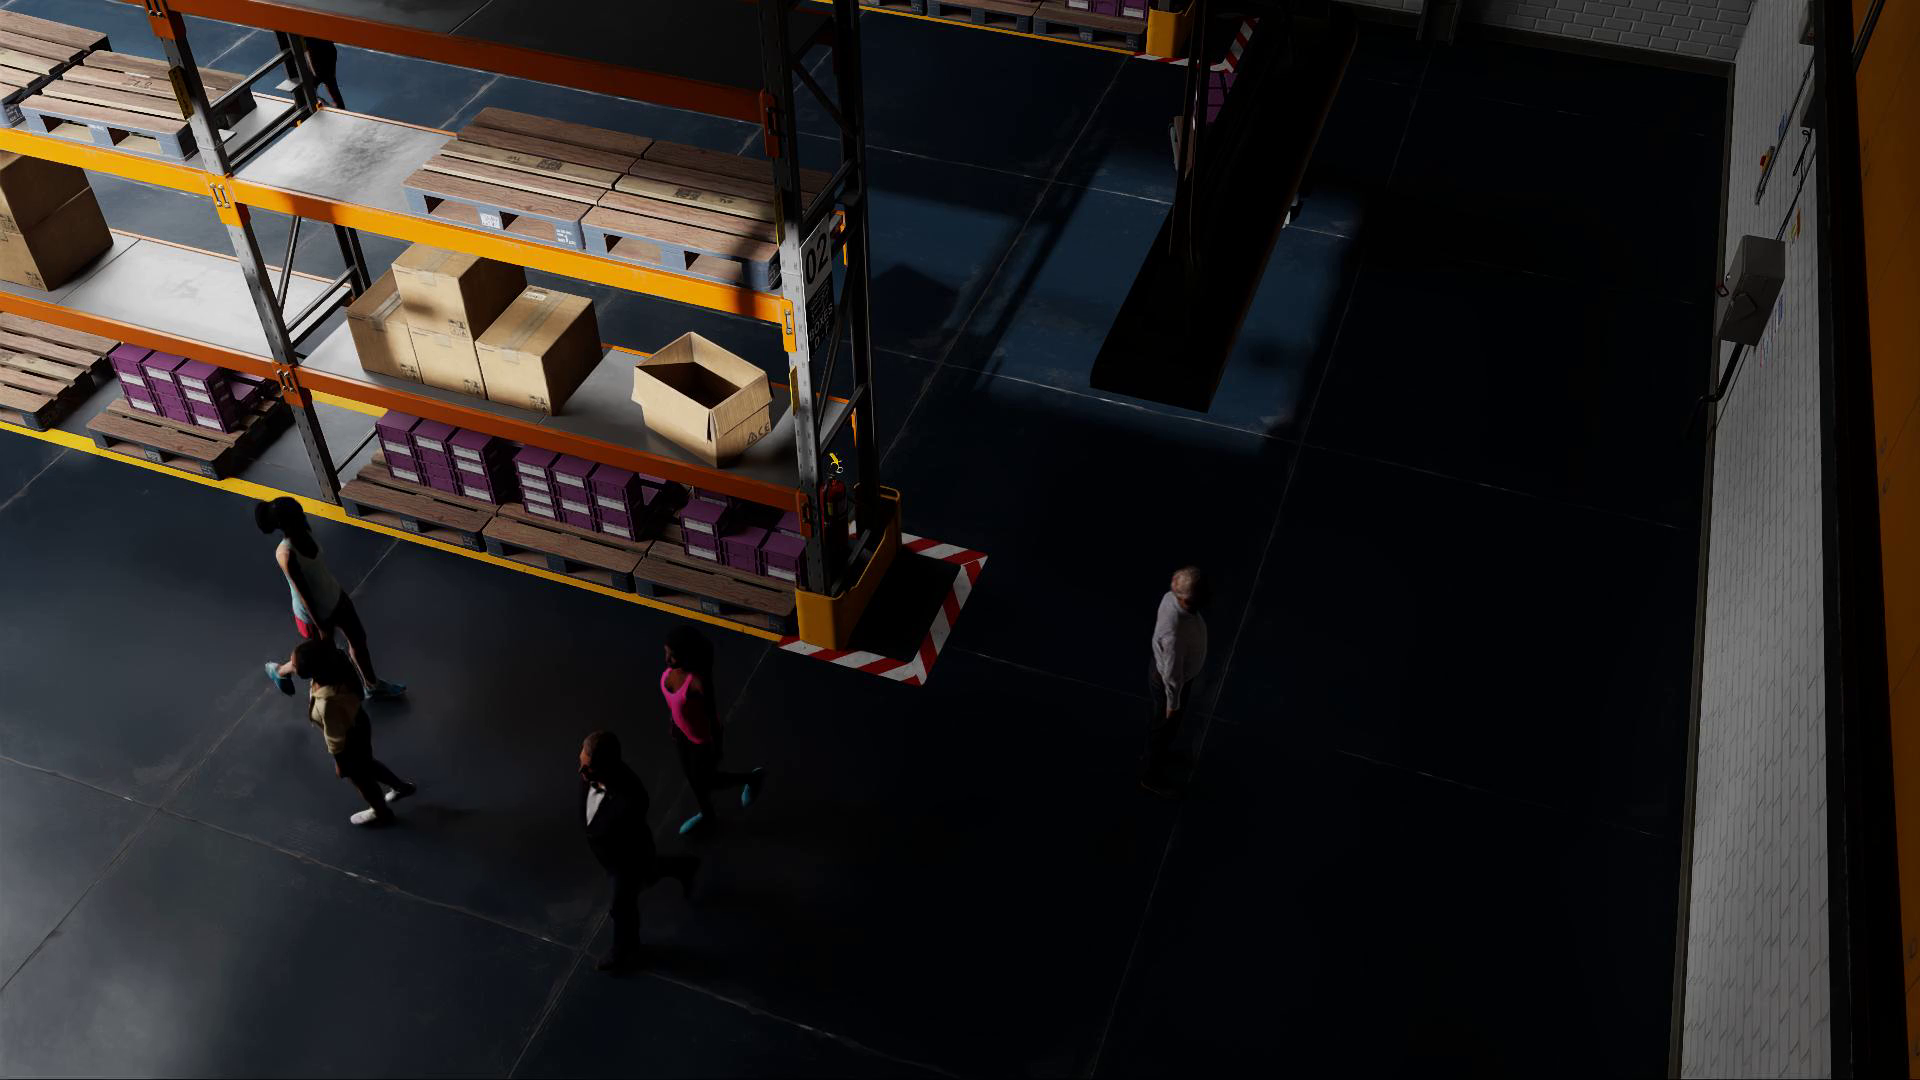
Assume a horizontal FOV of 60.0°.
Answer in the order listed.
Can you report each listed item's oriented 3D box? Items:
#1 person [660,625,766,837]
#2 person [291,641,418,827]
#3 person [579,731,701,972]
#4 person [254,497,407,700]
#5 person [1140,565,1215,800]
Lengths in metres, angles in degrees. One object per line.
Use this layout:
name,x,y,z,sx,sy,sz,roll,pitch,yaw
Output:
person,-1.475,1.089,9.801,0.851,1.711,0.858,-30,51,-27
person,-3.523,1.143,9.810,0.822,1.621,0.782,-6,44,-7
person,-1.798,1.638,9.163,1.064,1.796,1.102,-30,51,-28
person,-4.107,0.431,10.469,1.118,1.743,0.777,2,44,2
person,1.283,0.814,10.013,0.616,1.818,0.694,6,44,7
